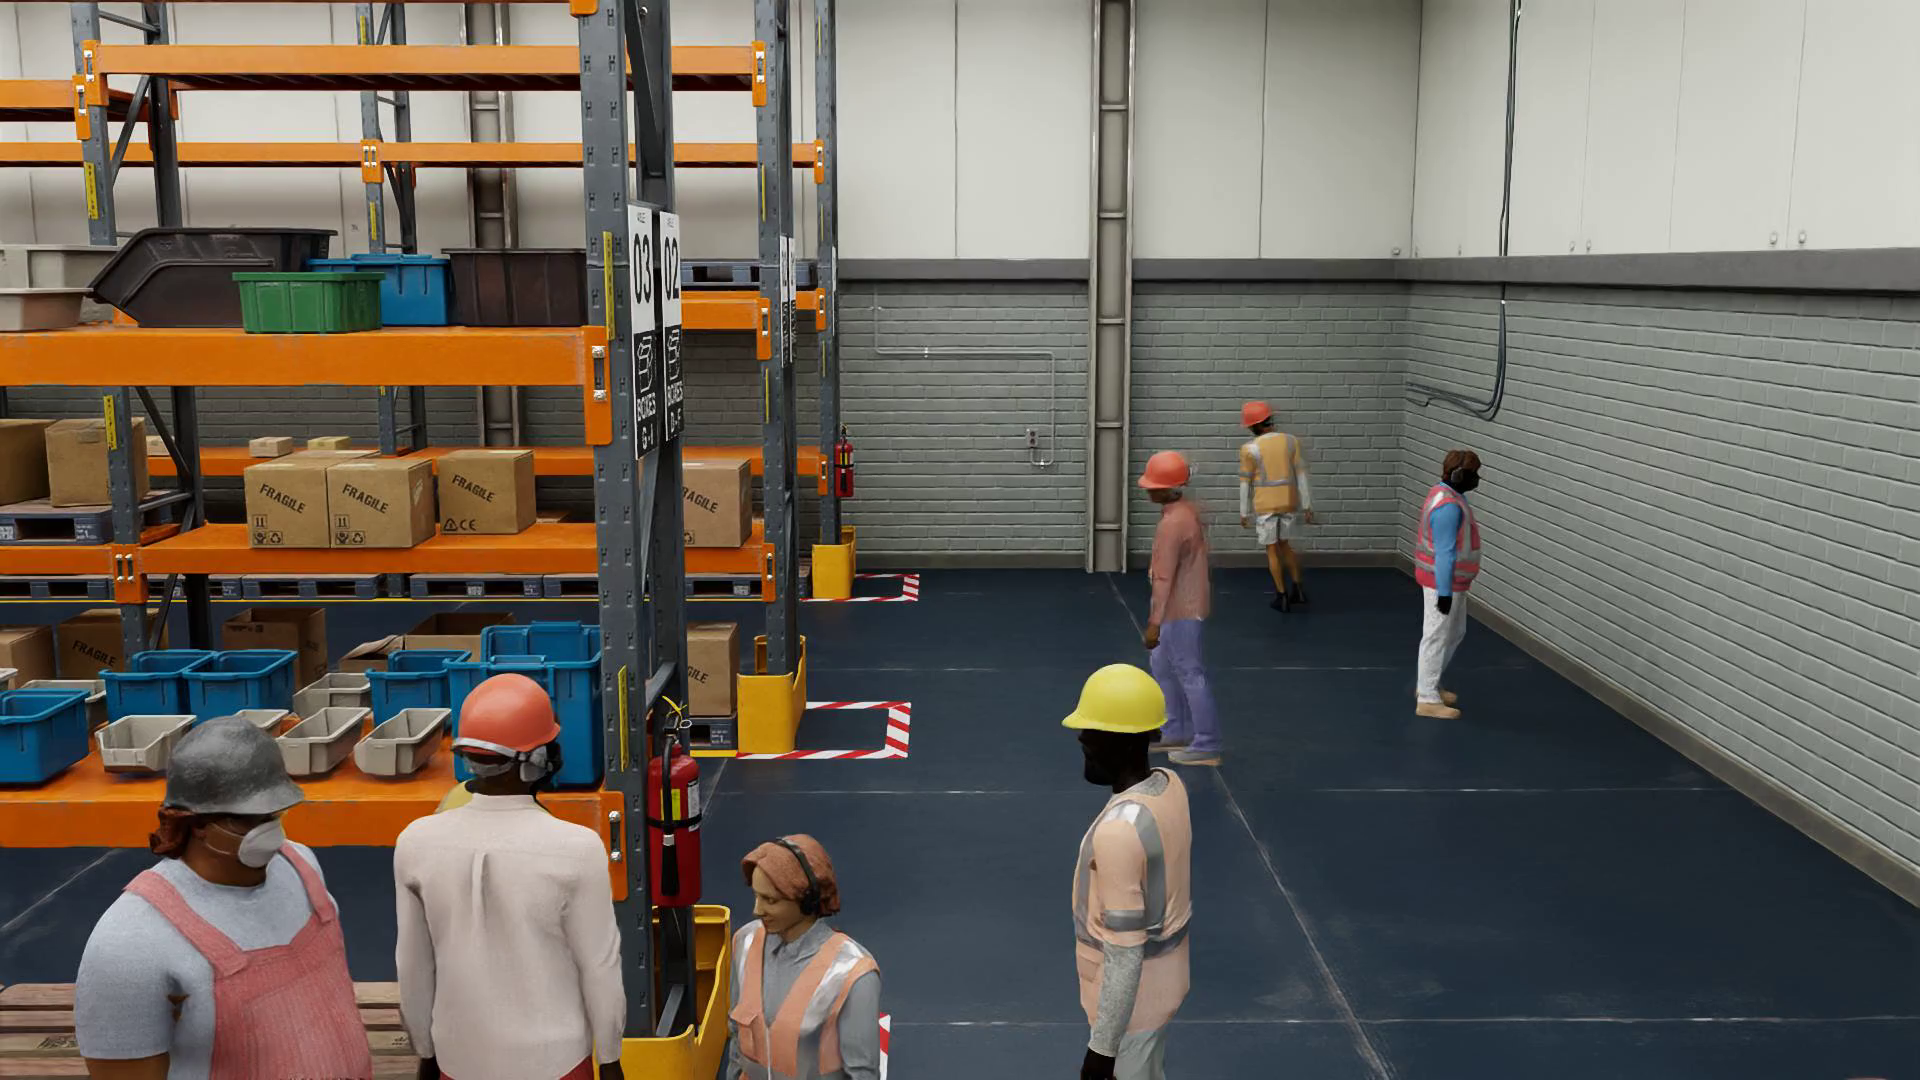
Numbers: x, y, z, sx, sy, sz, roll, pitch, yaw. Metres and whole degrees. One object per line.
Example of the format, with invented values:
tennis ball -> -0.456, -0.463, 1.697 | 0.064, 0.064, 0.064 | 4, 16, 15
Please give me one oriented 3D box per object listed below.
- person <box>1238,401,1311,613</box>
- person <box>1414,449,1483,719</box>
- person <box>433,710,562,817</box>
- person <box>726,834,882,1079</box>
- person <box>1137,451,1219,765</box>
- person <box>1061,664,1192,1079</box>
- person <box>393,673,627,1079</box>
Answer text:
person -> 2.768, -0.294, 14.730 | 0.642, 1.871, 0.425 | -2, 9, -13
person -> 3.313, 0.295, 11.286 | 0.429, 1.835, 0.649 | 3, 10, 20
person -> -1.242, 1.347, 4.776 | 0.430, 1.845, 0.619 | -8, 12, -40
person -> -0.396, 1.537, 4.260 | 0.524, 1.631, 0.316 | 8, 12, 39
person -> 1.305, 0.424, 10.091 | 0.628, 1.951, 0.648 | 2, 10, 13
person -> 0.469, 1.300, 4.797 | 0.373, 1.926, 0.594 | 3, 10, 20
person -> -1.162, 1.333, 4.390 | 0.609, 1.996, 0.383 | 2, 9, 11
